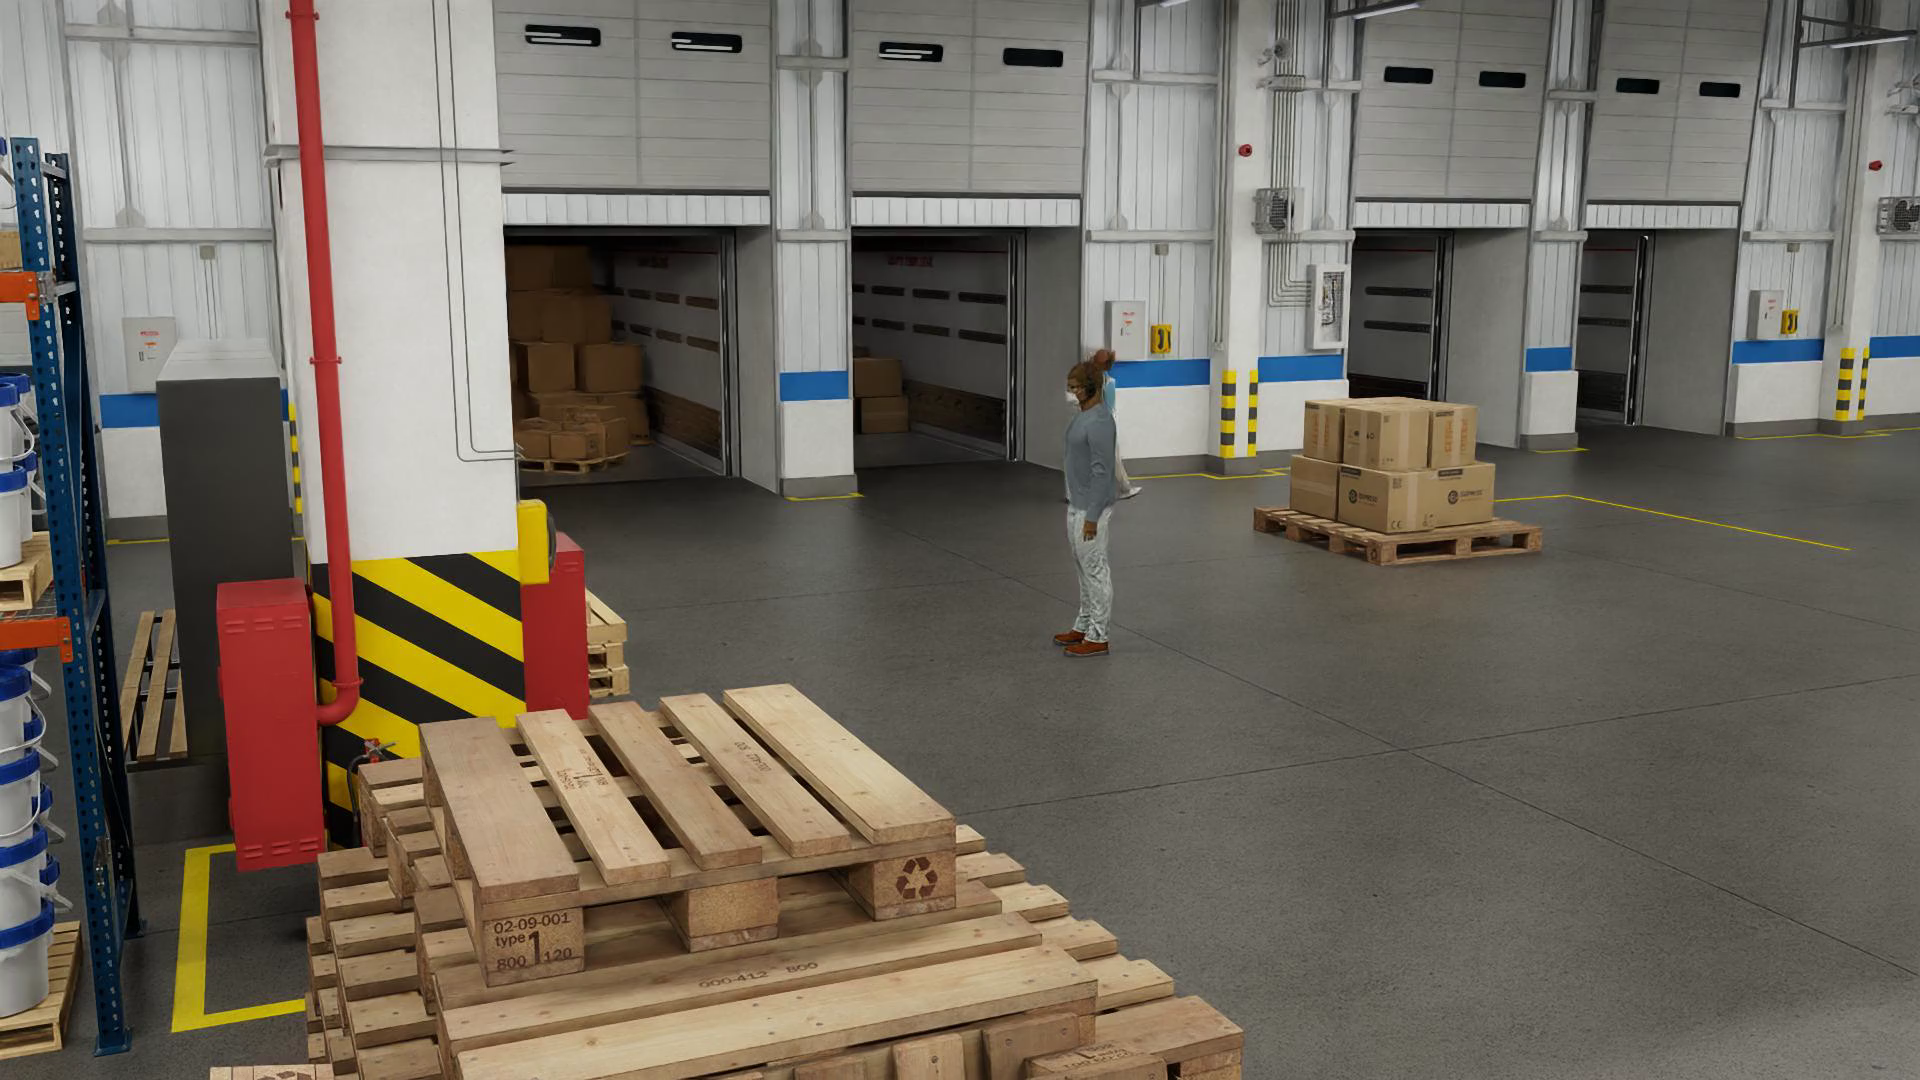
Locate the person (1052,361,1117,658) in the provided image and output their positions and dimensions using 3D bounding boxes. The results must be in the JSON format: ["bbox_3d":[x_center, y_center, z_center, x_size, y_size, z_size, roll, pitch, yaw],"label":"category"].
[{"bbox_3d":[0.832,-0.201,10.899,0.372,1.939,0.631,-1,10,-7],"label":"person"}]

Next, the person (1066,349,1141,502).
[{"bbox_3d":[1.469,-1.171,17.192,0.881,1.593,0.529,-7,12,-33],"label":"person"}]
